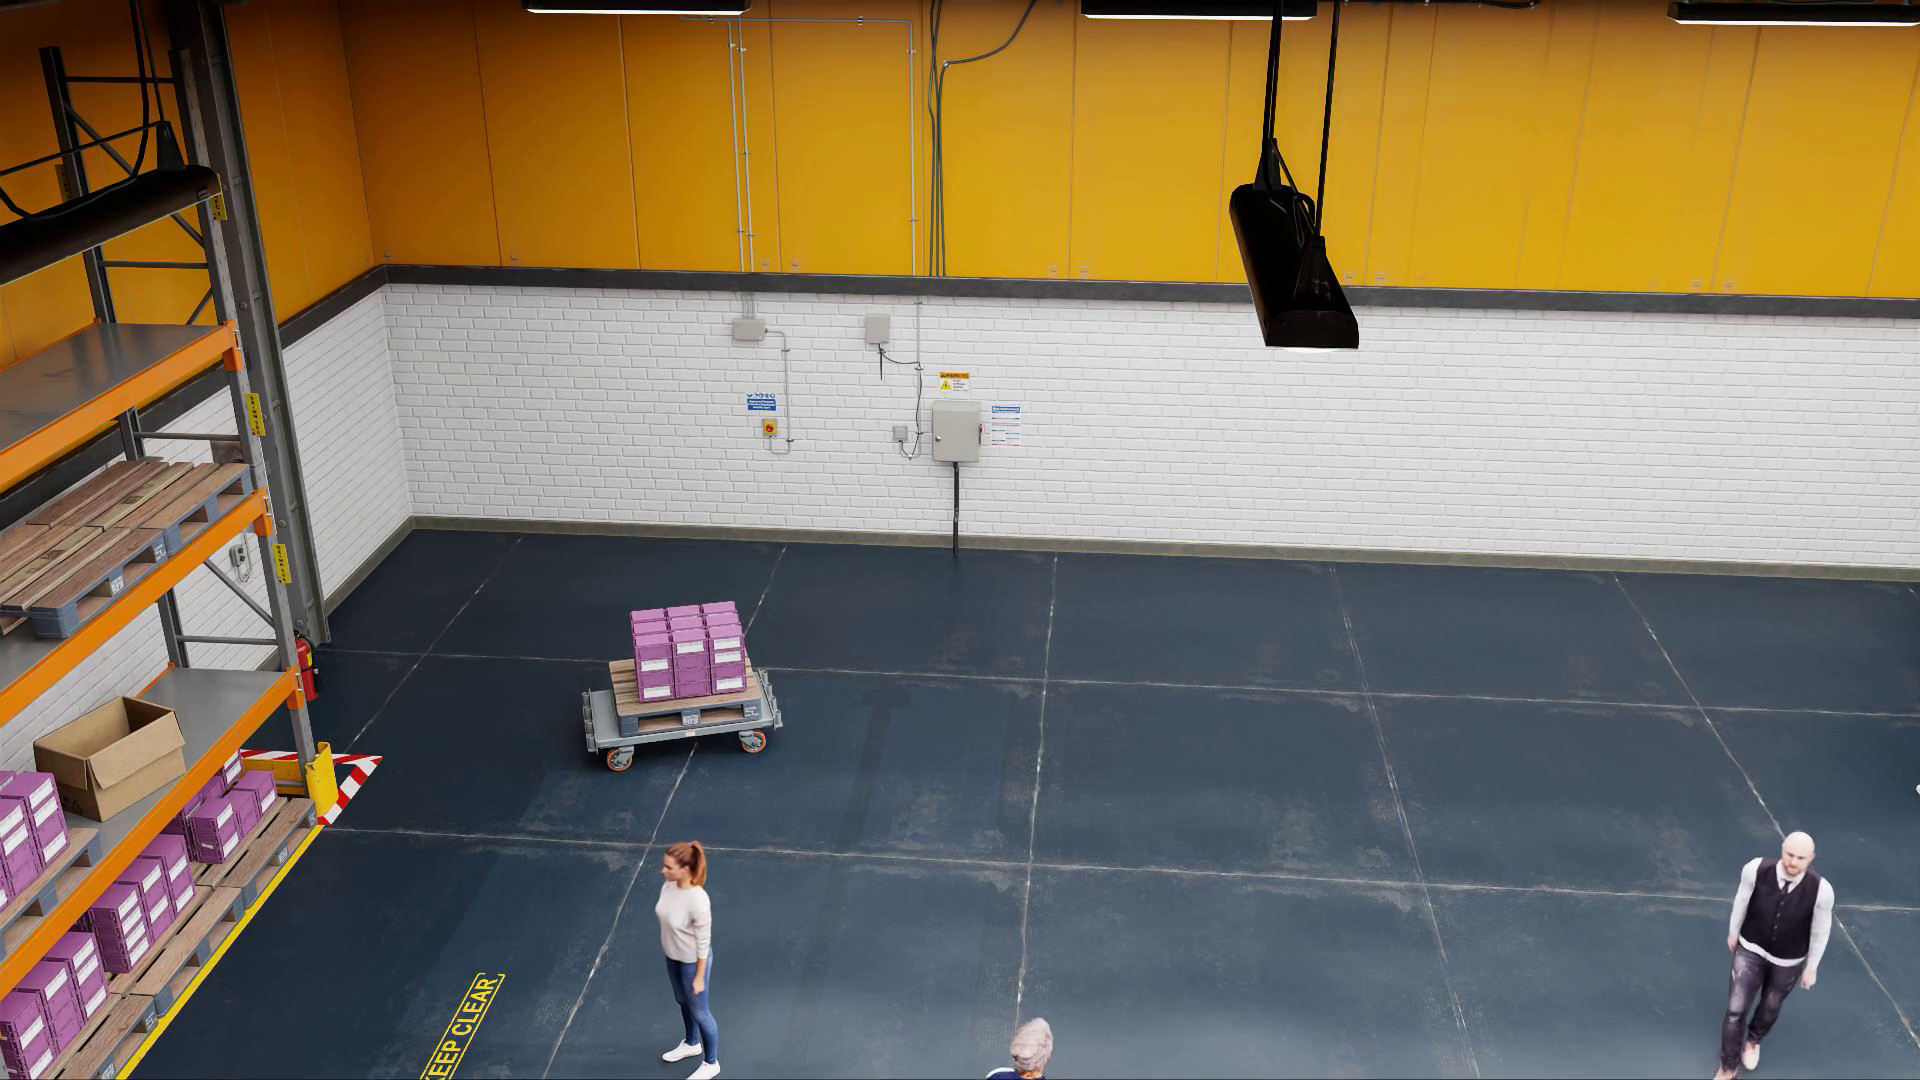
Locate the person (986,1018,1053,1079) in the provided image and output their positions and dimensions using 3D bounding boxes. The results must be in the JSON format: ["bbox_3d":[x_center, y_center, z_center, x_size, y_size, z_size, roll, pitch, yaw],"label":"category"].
[{"bbox_3d":[0.315,3.348,8.697,0.830,1.798,1.260,7,25,17],"label":"person"}]

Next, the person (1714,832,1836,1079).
[{"bbox_3d":[5.126,2.570,10.476,0.943,1.798,1.076,13,27,27],"label":"person"}]

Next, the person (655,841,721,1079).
[{"bbox_3d":[-1.699,2.630,10.439,0.745,1.719,0.673,-17,29,-33],"label":"person"}]
